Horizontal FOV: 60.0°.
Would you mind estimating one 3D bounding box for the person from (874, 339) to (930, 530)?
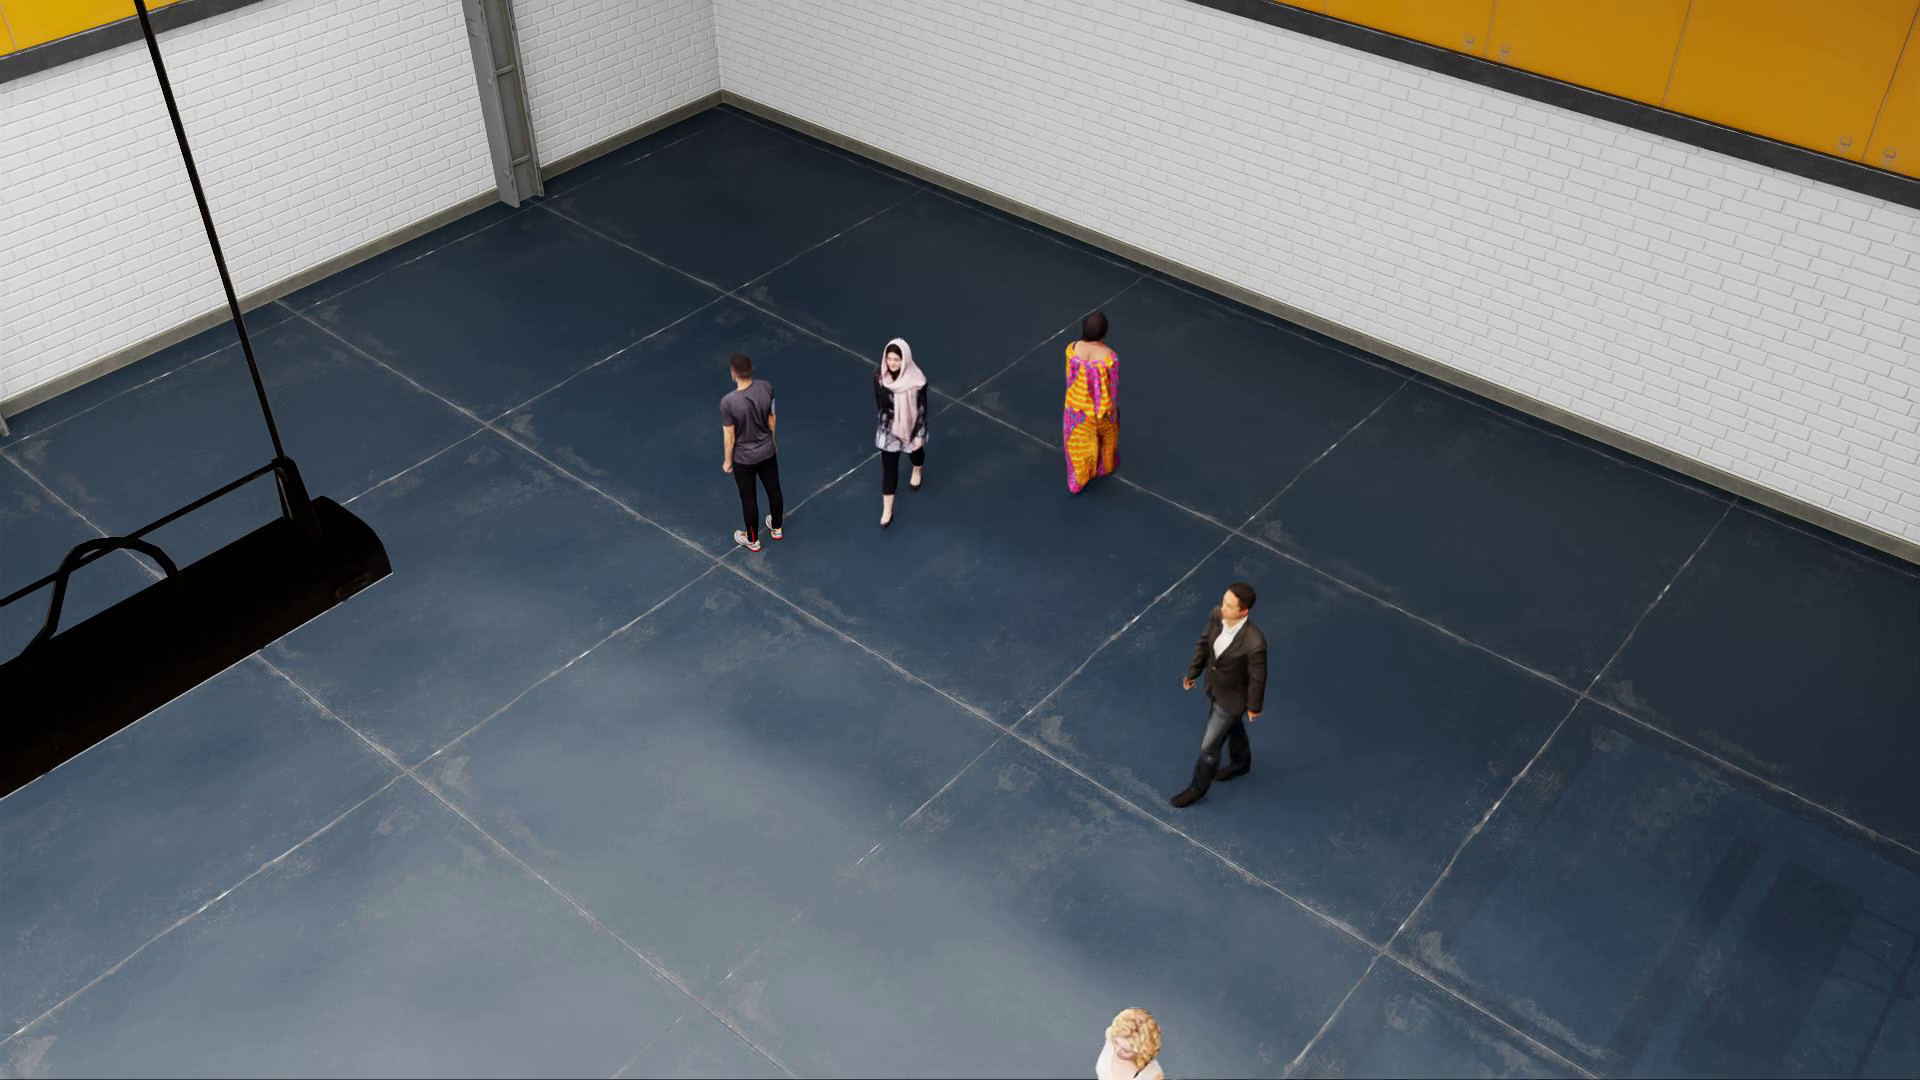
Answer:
[{"bbox_3d":[-0.428,-0.957,13.531,0.955,1.583,1.191,8,39,10],"label":"person"}]

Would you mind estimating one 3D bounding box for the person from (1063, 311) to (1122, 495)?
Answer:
[{"bbox_3d":[1.055,-1.114,13.664,0.779,1.662,0.937,17,42,20],"label":"person"}]

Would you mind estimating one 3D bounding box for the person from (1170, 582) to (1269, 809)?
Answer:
[{"bbox_3d":[1.852,0.959,10.973,1.056,1.781,0.924,-14,41,-17],"label":"person"}]

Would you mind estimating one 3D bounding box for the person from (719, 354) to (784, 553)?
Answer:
[{"bbox_3d":[-1.624,-0.688,13.050,0.578,1.763,0.751,-24,45,-27],"label":"person"}]

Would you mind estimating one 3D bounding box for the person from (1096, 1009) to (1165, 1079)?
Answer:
[{"bbox_3d":[0.947,2.919,8.629,0.995,1.643,0.777,-23,44,-26],"label":"person"}]
